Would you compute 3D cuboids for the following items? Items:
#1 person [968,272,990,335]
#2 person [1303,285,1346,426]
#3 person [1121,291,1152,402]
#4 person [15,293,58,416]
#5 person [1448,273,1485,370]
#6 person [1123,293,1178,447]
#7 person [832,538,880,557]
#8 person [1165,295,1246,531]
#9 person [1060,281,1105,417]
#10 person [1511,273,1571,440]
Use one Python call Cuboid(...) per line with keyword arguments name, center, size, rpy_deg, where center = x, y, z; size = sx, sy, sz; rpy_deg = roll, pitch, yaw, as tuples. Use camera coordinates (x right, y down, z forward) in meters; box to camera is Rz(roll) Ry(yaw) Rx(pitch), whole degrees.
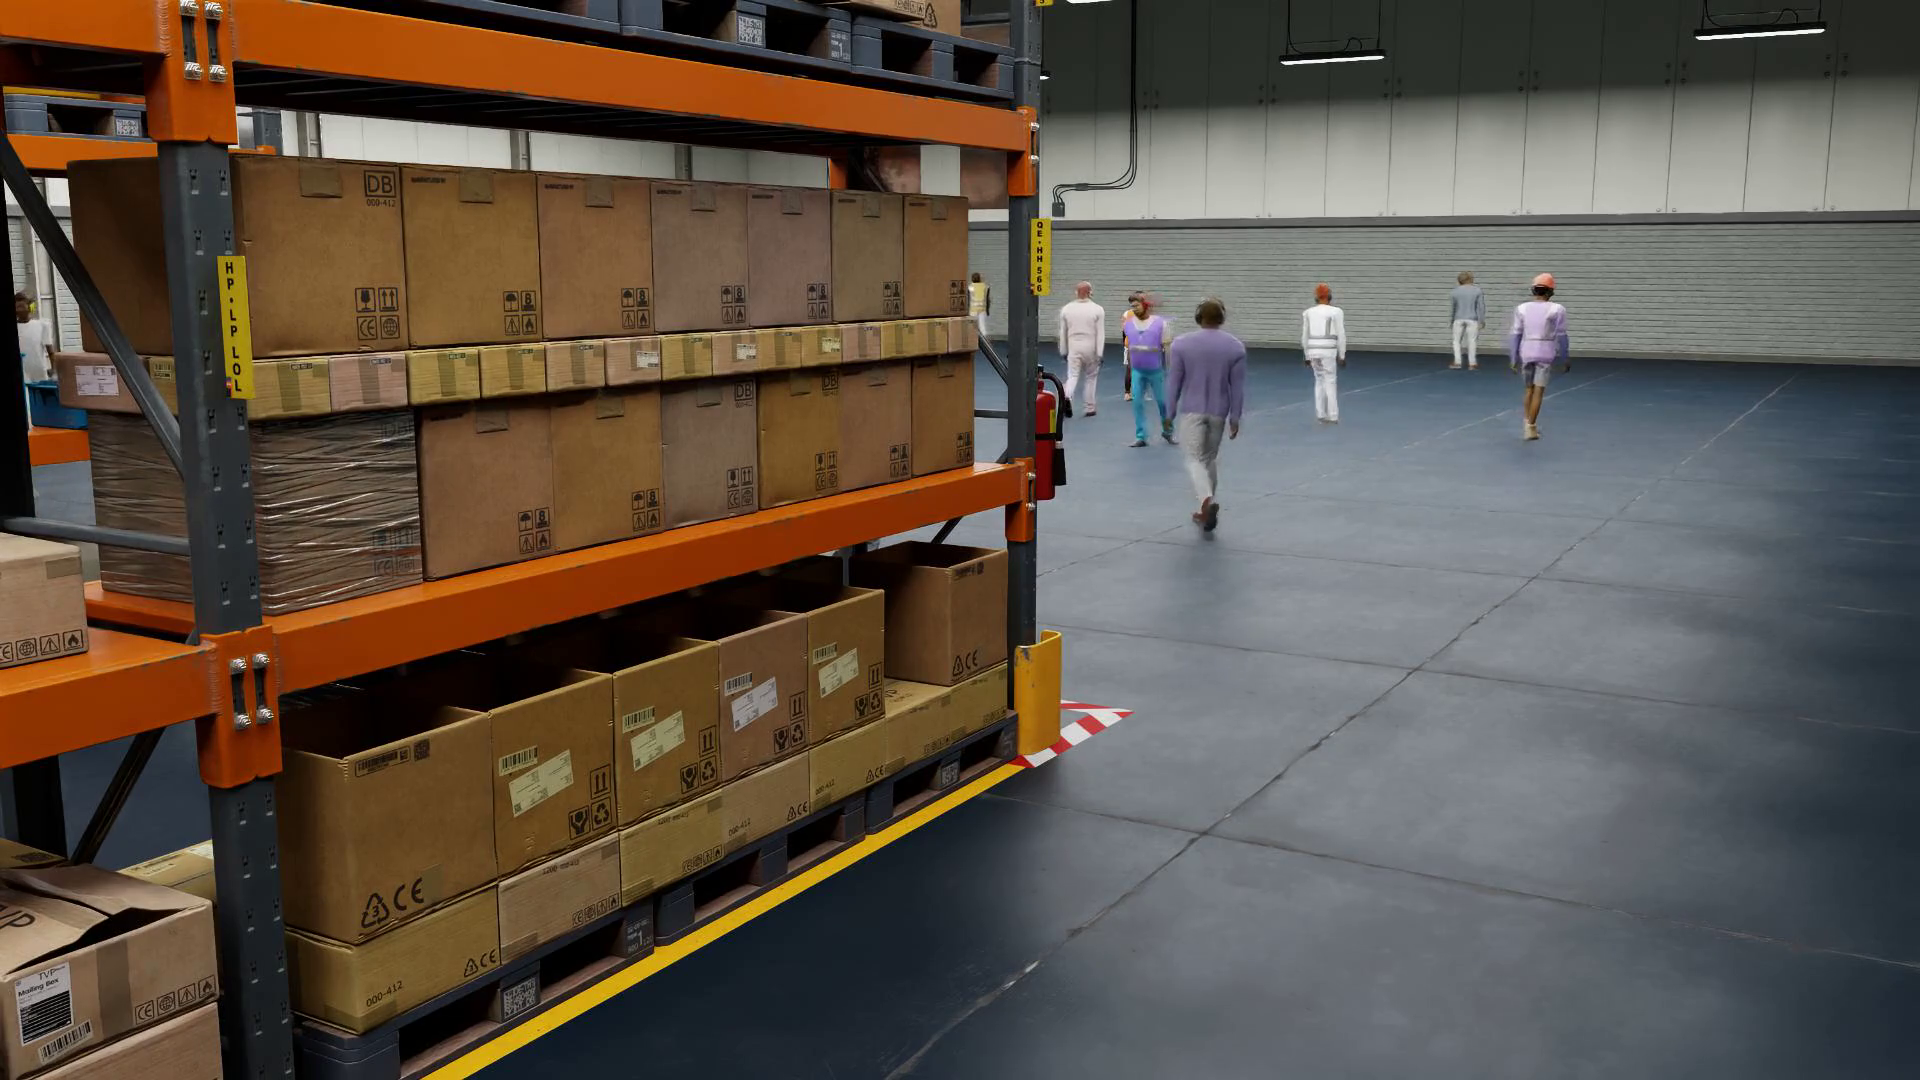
Cuboid(name="person", center=(0.402, -5.659, 40.889), size=(0.656, 1.828, 0.452), rpy_deg=(-3, 10, -18))
Cuboid(name="person", center=(4.785, -2.411, 21.862), size=(0.603, 1.858, 0.439), rpy_deg=(9, 13, 43))
Cuboid(name="person", center=(2.717, -2.956, 25.451), size=(0.540, 1.695, 0.317), rpy_deg=(8, 12, 39))
Cuboid(name="person", center=(-10.303, -1.822, 18.464), size=(0.537, 1.818, 0.978), rpy_deg=(-5, 11, -26))
Cuboid(name="person", center=(9.966, -4.299, 32.747), size=(0.693, 1.907, 0.383), rpy_deg=(3, 10, 20))
Cuboid(name="person", center=(2.231, -1.992, 19.505), size=(0.624, 1.811, 0.641), rpy_deg=(5, 11, 28))
Cuboid(name="person", center=(-0.750, -0.614, 11.924), size=(0.498, 1.634, 0.281), rpy_deg=(4, 10, 22))
Cuboid(name="person", center=(2.012, -1.022, 13.506), size=(0.630, 1.918, 0.866), rpy_deg=(-2, 10, -9))
Cuboid(name="person", center=(1.676, -2.617, 22.933), size=(0.650, 1.884, 0.787), rpy_deg=(4, 10, 21))
Cuboid(name="person", center=(7.113, -2.231, 20.304), size=(0.621, 2.009, 0.874), rpy_deg=(9, 13, 43))
